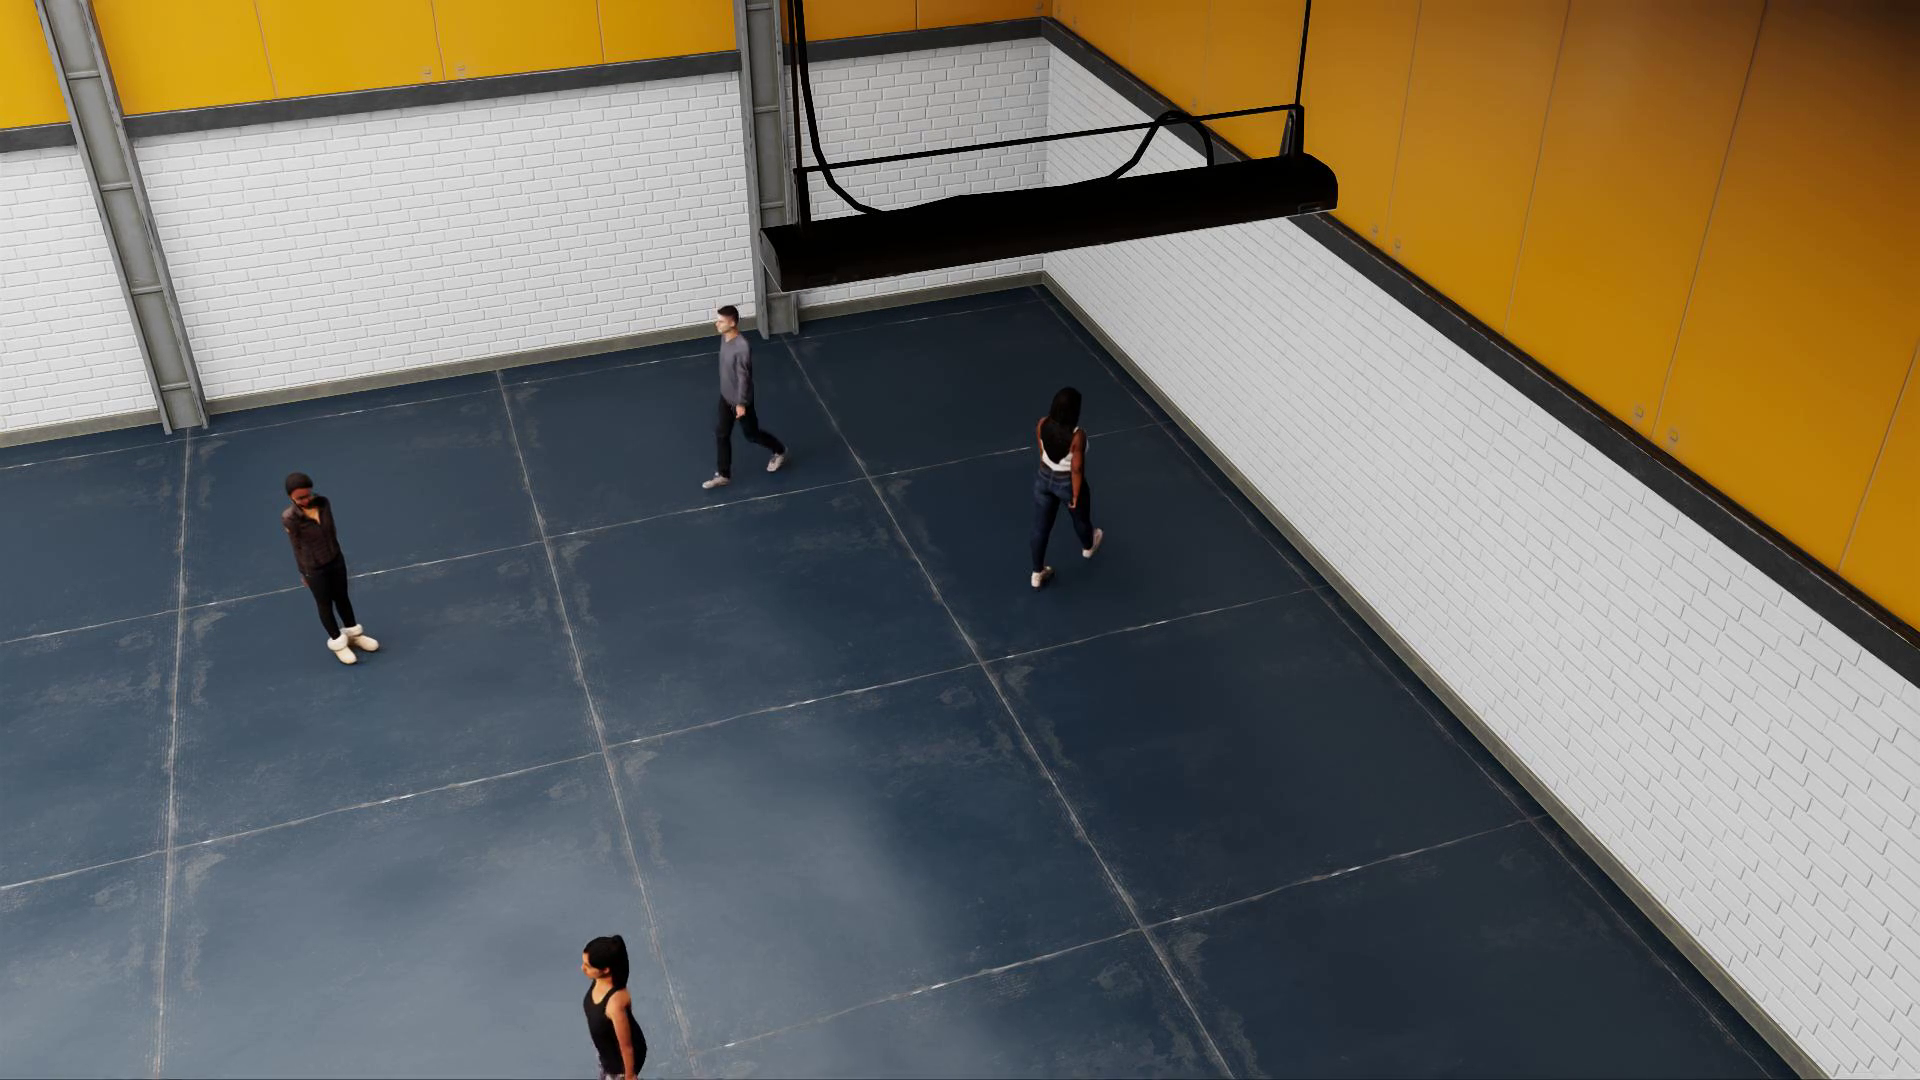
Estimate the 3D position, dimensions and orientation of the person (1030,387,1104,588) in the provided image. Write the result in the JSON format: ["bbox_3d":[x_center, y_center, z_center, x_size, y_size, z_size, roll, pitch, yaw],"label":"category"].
[{"bbox_3d":[0.772,-0.400,13.676,1.047,1.771,1.165,19,38,26],"label":"person"}]

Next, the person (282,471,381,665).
[{"bbox_3d":[-4.960,0.178,12.902,0.718,1.664,0.776,-5,34,-8],"label":"person"}]

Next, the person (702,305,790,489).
[{"bbox_3d":[-1.941,-1.306,15.073,1.186,1.733,0.868,-25,41,-32],"label":"person"}]

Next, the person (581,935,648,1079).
[{"bbox_3d":[-1.785,2.746,9.047,0.640,1.653,0.623,-15,37,-22],"label":"person"}]
